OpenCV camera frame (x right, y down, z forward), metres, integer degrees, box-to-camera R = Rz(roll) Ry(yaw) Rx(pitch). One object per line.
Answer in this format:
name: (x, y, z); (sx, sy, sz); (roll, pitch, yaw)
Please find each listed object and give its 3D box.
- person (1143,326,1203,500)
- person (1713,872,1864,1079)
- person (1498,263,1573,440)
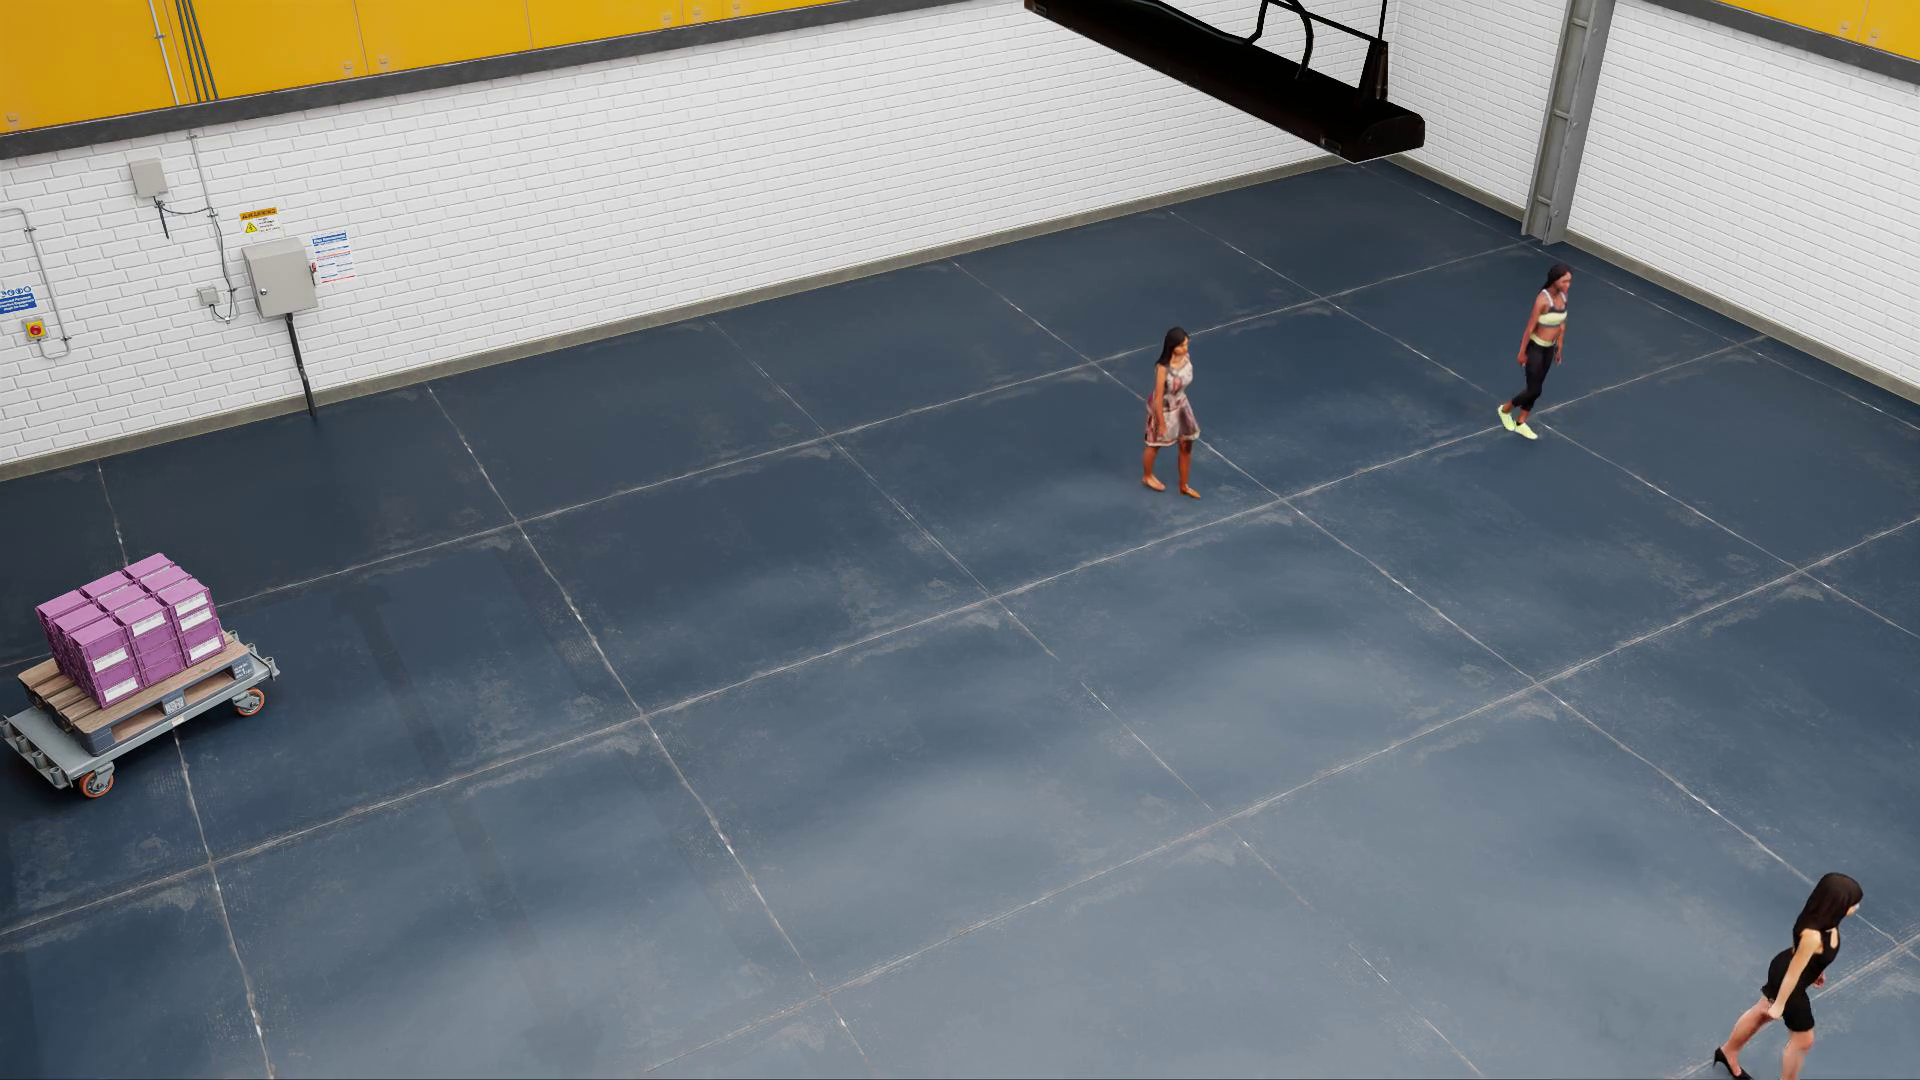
person: (1.741, -1.145, 14.354); (0.736, 1.622, 0.891); (-28, 43, -36)
person: (4.418, 2.387, 9.036); (0.891, 1.628, 0.781); (20, 39, 28)
person: (5.202, -1.756, 15.166); (0.578, 1.742, 0.655); (-21, 39, -28)
